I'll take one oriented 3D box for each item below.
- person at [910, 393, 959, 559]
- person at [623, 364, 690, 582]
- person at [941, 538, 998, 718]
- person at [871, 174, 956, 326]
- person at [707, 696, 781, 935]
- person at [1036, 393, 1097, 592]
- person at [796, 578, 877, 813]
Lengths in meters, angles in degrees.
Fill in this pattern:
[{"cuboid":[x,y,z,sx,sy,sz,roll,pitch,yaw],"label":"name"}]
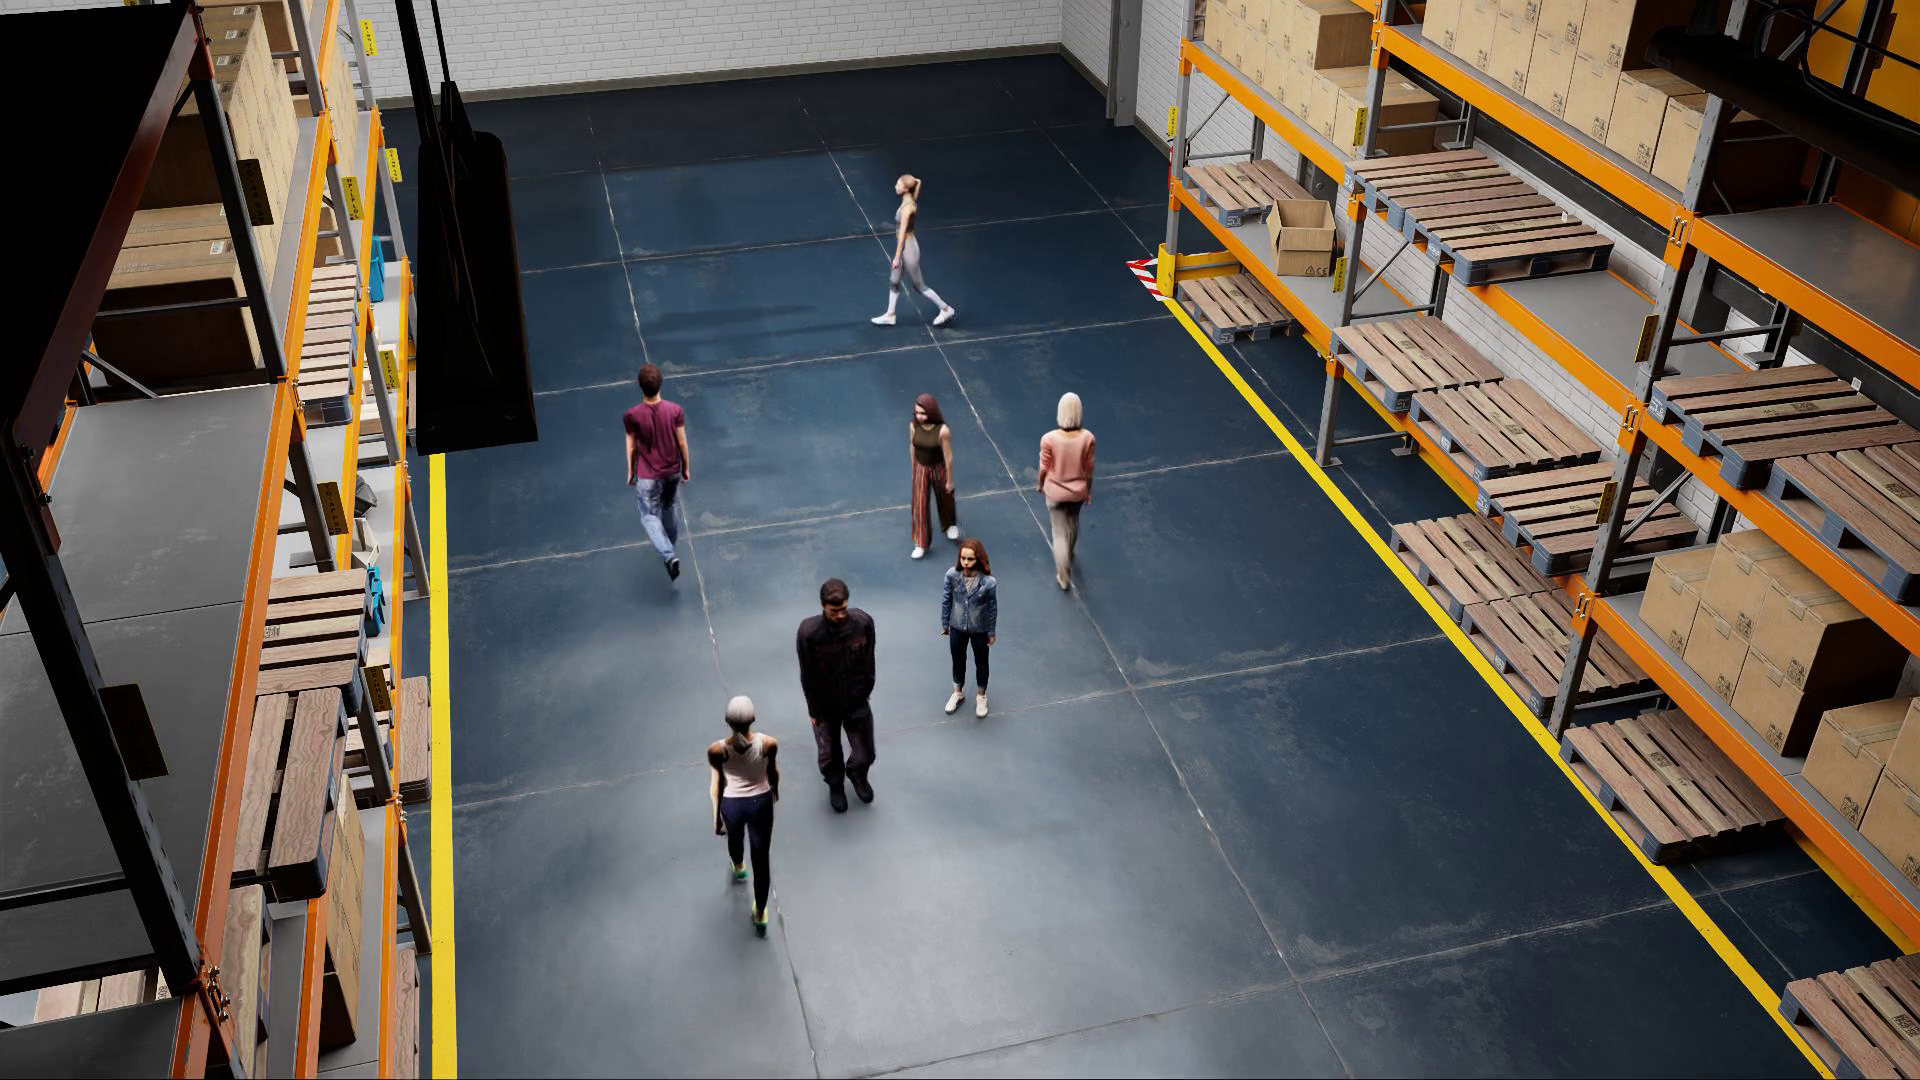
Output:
[{"cuboid":[-0.202,-0.590,13.958,0.863,1.522,0.957,13,36,19],"label":"person"},{"cuboid":[-2.452,-0.526,13.593,0.791,1.819,1.132,-14,36,-20],"label":"person"},{"cuboid":[0.077,0.627,12.168,0.637,1.477,0.645,7,34,11],"label":"person"},{"cuboid":[-0.455,-2.990,17.433,0.775,1.671,1.102,-2,34,-3],"label":"person"},{"cuboid":[-1.305,1.744,10.307,0.659,1.676,0.985,-6,34,-8],"label":"person"},{"cuboid":[0.867,-0.352,13.436,0.634,1.703,0.895,-6,34,-9],"label":"person"},{"cuboid":[-0.848,0.983,11.224,0.678,1.929,0.639,-9,35,-13],"label":"person"}]
